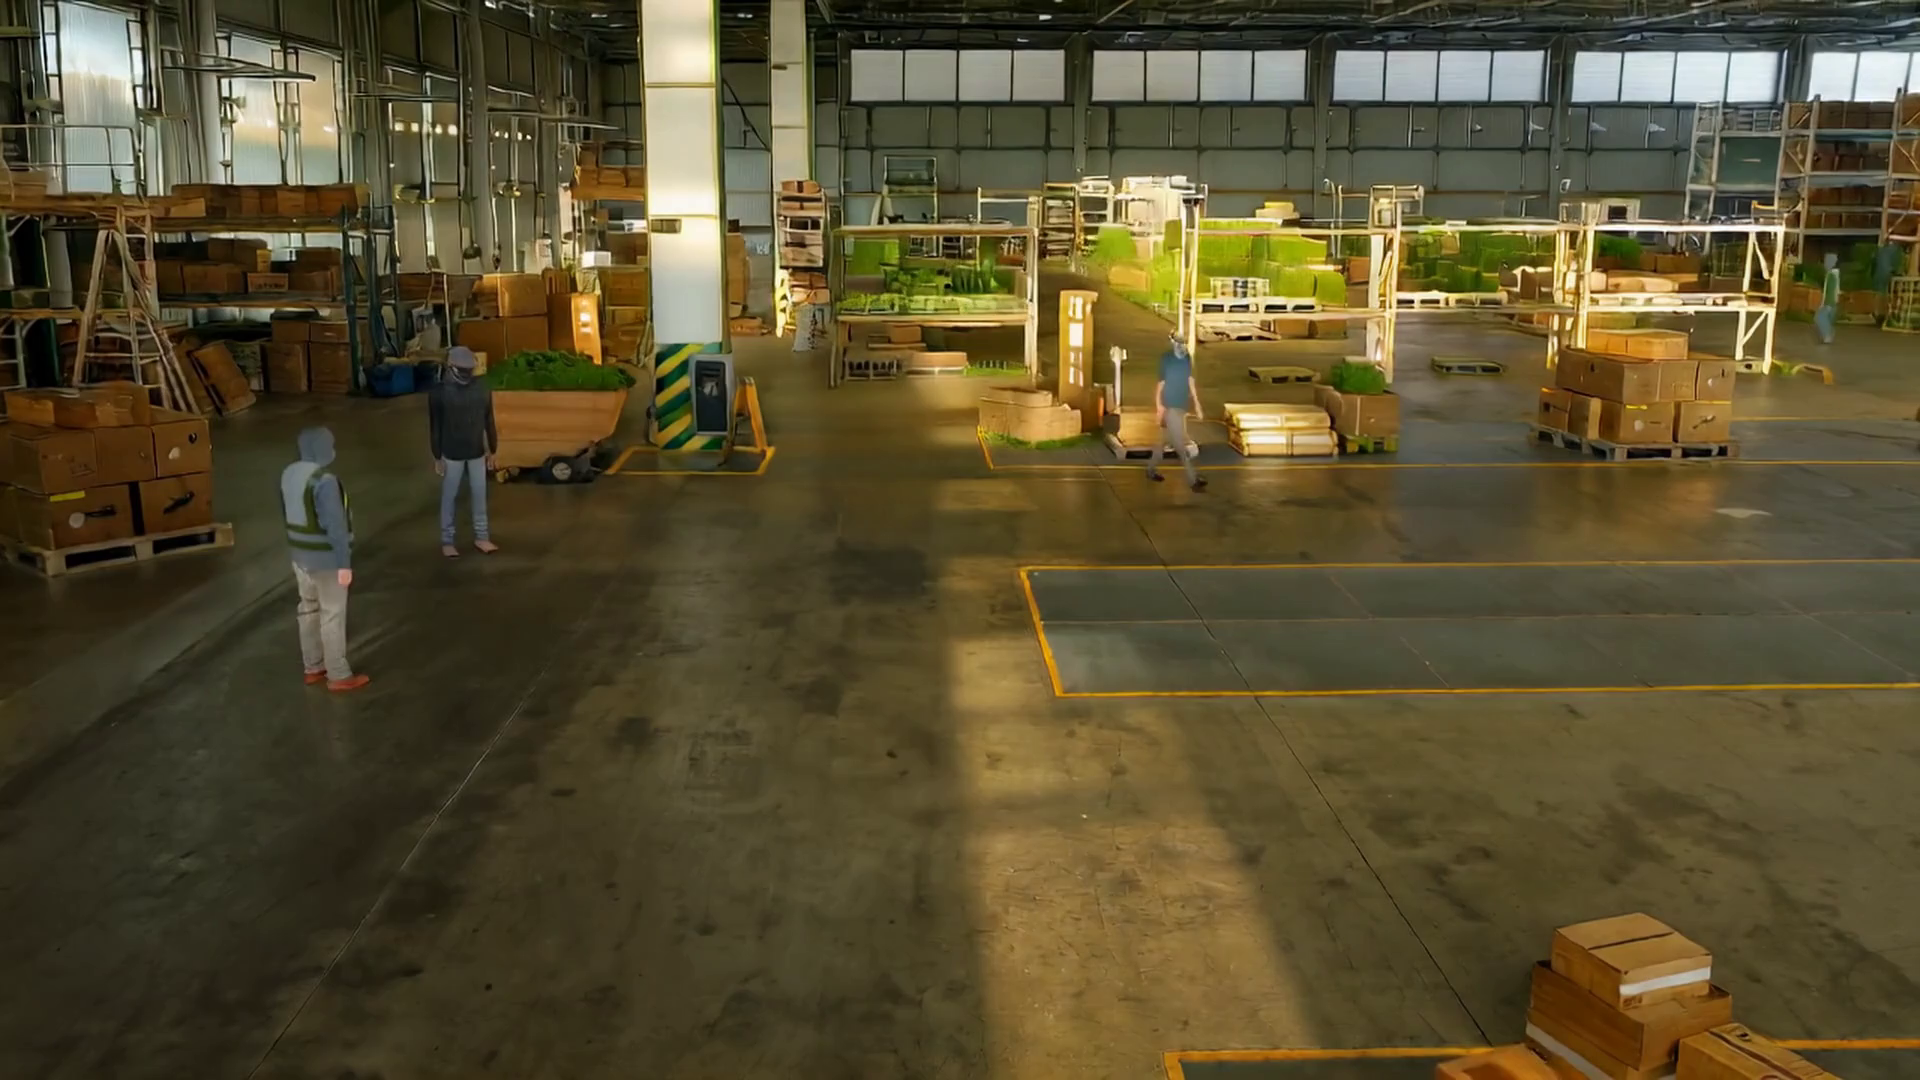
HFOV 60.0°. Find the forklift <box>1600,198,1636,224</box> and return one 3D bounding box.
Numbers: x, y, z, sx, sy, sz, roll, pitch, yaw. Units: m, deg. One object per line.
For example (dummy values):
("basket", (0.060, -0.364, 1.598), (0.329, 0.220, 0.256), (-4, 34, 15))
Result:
("forklift", (18.662, -8.347, 47.406), (1.129, 2.768, 1.873), (4, 13, 19))

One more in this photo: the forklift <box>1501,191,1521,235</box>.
("forklift", (20.799, -11.780, 62.907), (1.873, 2.768, 1.129), (0, 12, -2))

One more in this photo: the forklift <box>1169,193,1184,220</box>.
("forklift", (7.371, -10.457, 56.934), (1.873, 2.768, 1.129), (3, 13, 12))

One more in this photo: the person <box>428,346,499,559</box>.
("person", (-4.591, -0.809, 15.441), (0.629, 1.982, 0.424), (-9, 15, -36))

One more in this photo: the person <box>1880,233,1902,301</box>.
("person", (25.790, -7.556, 46.120), (0.410, 1.892, 0.739), (-1, 13, -5))

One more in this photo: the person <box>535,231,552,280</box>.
("person", (-13.678, -9.309, 54.606), (0.522, 1.627, 0.369), (-1, 13, -7))

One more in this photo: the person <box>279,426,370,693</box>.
("person", (-4.400, 0.129, 11.506), (0.634, 1.841, 0.429), (10, 16, 37))

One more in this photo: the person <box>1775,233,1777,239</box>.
("person", (29.333, -10.448, 59.721), (0.511, 1.640, 0.308), (6, 14, 25))

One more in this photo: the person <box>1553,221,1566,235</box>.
("person", (19.716, -9.486, 54.600), (0.622, 1.977, 0.576), (9, 15, 35))

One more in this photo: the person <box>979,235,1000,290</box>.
("person", (0.881, -8.335, 49.651), (0.650, 1.889, 0.984), (-5, 14, -23))

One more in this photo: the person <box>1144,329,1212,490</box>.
("person", (2.481, -1.495, 18.908), (1.038, 1.808, 0.504), (12, 17, 42))

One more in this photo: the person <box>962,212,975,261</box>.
("person", (0.364, -12.244, 67.155), (0.553, 1.933, 0.370), (4, 13, 19))

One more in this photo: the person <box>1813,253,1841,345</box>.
("person", (17.950, -4.979, 34.455), (0.523, 1.897, 0.595), (8, 15, 32))

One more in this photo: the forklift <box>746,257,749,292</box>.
("forklift", (-7.181, -8.598, 48.541), (1.873, 2.768, 1.129), (0, 12, -2))

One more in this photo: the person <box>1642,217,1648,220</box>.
("person", (24.877, -10.789, 60.616), (0.639, 1.926, 0.458), (-3, 13, -13))

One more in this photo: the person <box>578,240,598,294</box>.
("person", (-9.222, -6.461, 41.157), (0.575, 1.886, 0.362), (1, 13, 6))

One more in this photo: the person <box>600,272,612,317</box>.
("person", (-8.703, -6.388, 41.259), (0.495, 1.684, 0.899), (1, 13, 3))

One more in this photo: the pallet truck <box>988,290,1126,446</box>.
("pallet truck", (1.257, -2.299, 22.111), (1.885, 1.965, 0.823), (-9, 15, -35))

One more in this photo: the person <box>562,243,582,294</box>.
("person", (-9.384, -6.264, 40.360), (0.505, 1.847, 0.344), (-4, 13, -17))
